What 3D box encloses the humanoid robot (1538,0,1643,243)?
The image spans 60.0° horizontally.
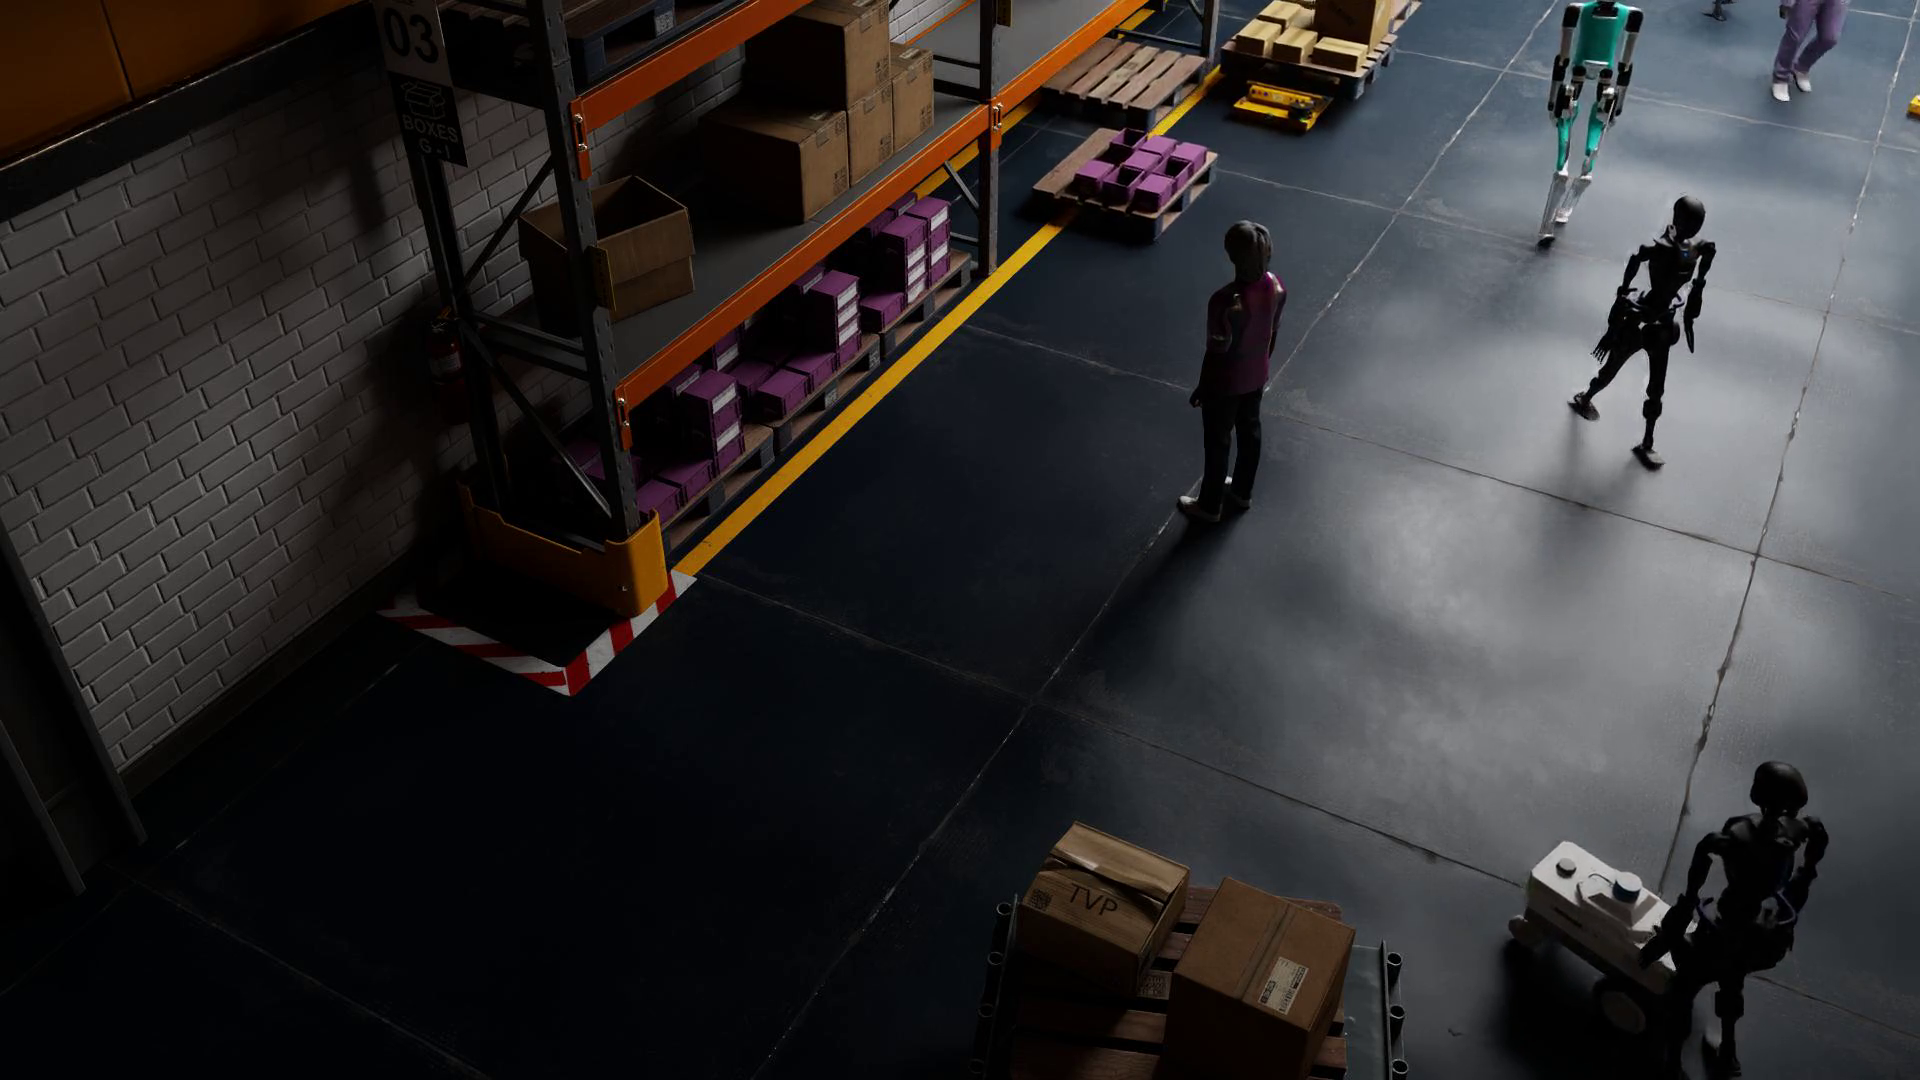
[{"bbox_3d":[4.418,-2.942,11.779,0.549,1.843,0.889,9,40,11],"label":"humanoid robot"}]

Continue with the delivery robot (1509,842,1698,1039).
[{"bbox_3d":[2.728,1.619,6.958,0.499,0.583,0.767,-29,47,-31],"label":"delivery robot"}]

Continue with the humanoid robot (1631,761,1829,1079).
[{"bbox_3d":[2.897,1.478,6.246,0.614,1.651,0.331,-8,39,-10],"label":"humanoid robot"}]

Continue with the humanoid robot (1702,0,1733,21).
[{"bbox_3d":[7.038,-5.565,15.049,0.583,1.653,0.365,-17,42,-20],"label":"humanoid robot"}]

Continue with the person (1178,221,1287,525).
[{"bbox_3d":[1.493,-0.905,9.090,0.507,1.845,0.340,-22,44,-25],"label":"person"}]

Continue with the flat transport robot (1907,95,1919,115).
[{"bbox_3d":[8.558,-3.823,13.999,0.659,0.231,1.431,28,46,30],"label":"flat transport robot"}]

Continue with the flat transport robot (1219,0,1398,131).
[{"bbox_3d":[2.879,-3.861,14.046,0.659,0.231,1.431,20,43,23],"label":"flat transport robot"}]

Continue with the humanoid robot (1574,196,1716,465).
[{"bbox_3d":[4.029,-1.283,9.737,0.608,1.626,0.784,-7,39,-9],"label":"humanoid robot"}]

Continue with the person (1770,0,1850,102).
[{"bbox_3d":[6.978,-4.449,13.512,0.681,1.861,0.519,-3,39,-4],"label":"person"}]
